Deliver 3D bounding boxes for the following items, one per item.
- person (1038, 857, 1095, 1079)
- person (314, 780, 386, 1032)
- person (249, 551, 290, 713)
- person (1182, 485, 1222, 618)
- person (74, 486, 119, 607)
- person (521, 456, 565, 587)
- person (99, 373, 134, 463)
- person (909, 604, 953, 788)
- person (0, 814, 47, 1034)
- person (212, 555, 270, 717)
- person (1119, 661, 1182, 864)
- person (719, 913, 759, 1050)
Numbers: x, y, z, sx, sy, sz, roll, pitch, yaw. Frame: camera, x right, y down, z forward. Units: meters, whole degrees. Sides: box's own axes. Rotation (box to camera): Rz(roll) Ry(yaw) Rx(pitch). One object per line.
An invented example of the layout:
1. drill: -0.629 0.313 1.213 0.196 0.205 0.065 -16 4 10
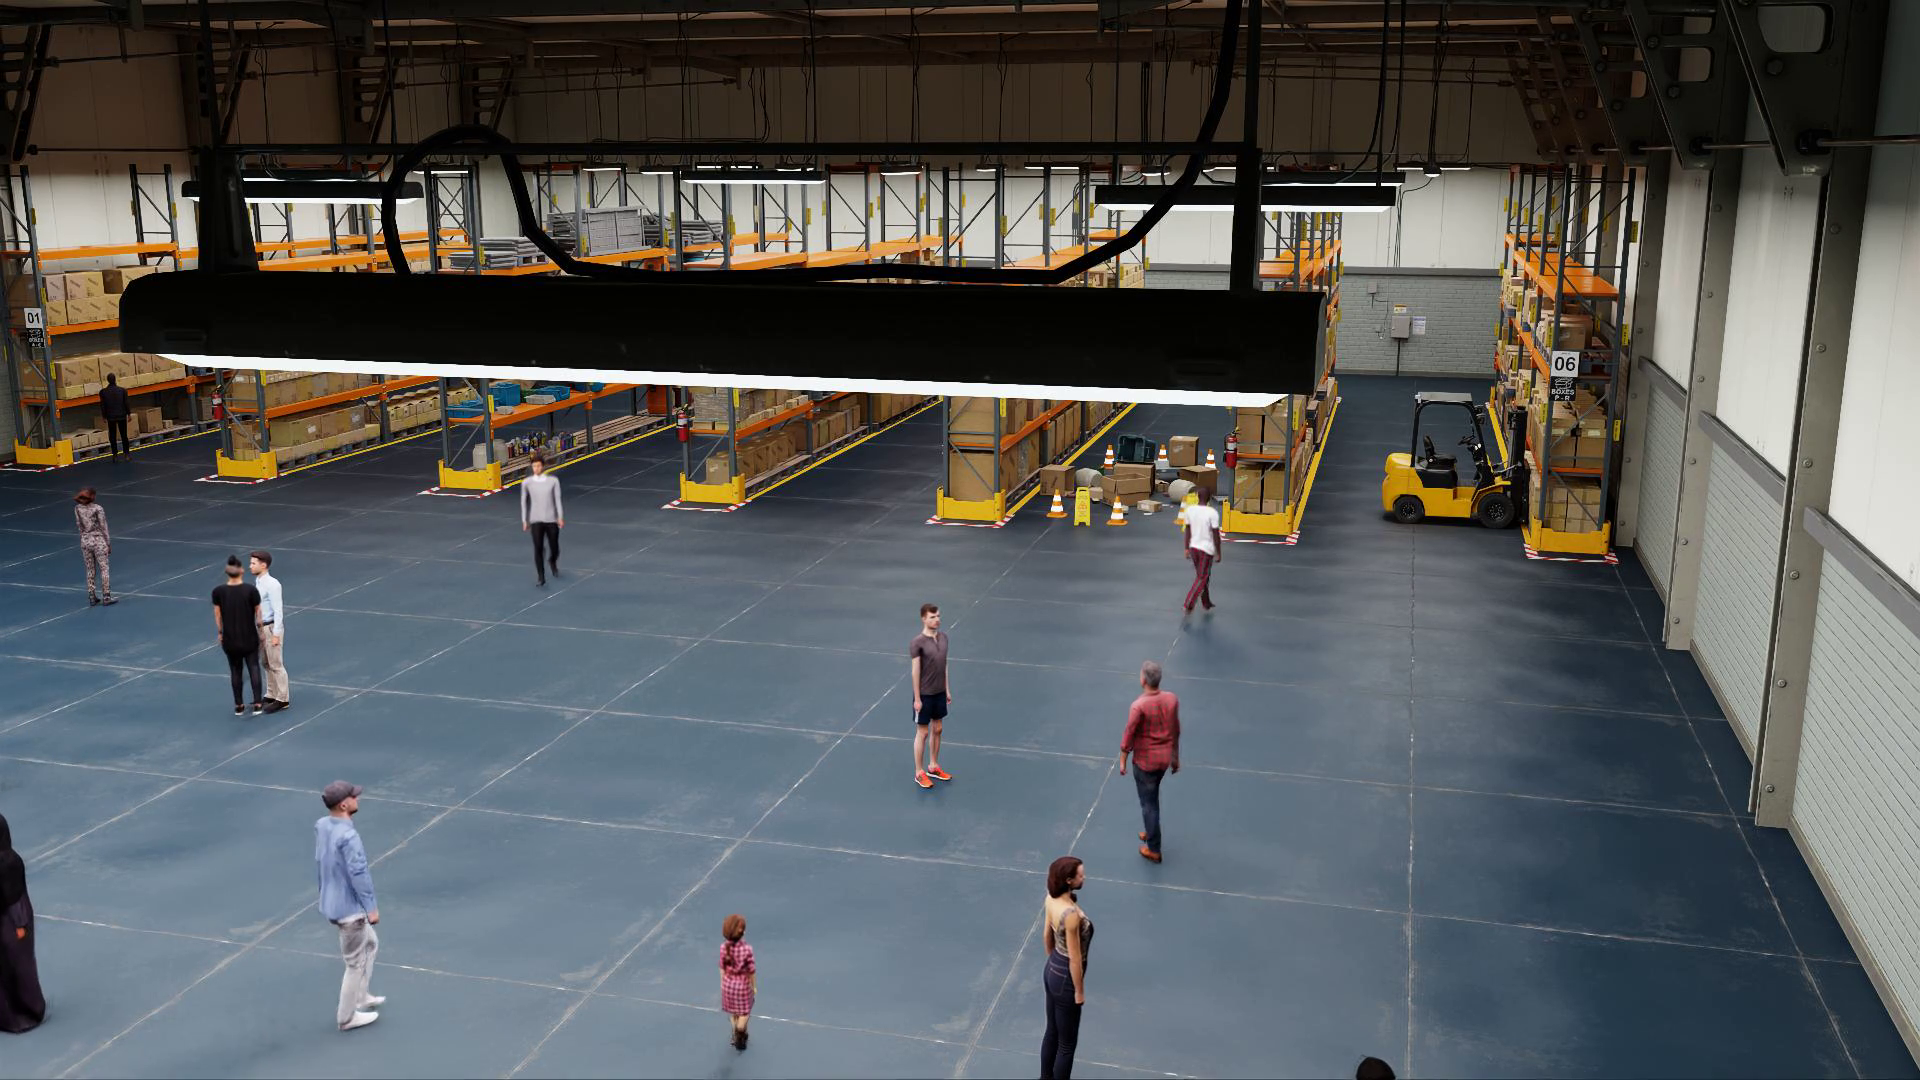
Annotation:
1. person: 0.680 2.911 10.946 0.758 1.769 0.663 -5 14 -19
2. person: -4.468 2.633 11.911 0.831 1.876 0.796 -12 18 -42
3. person: -7.874 1.024 18.925 0.749 1.846 0.758 12 18 42
4. person: 3.252 0.186 22.651 1.002 1.798 1.257 11 17 39
5. person: -12.147 0.071 23.333 0.609 1.714 0.608 1 13 5
6. person: -6.138 -0.308 24.536 0.975 1.910 1.075 -2 13 -10
7. person: -17.416 -2.537 34.327 0.774 1.836 0.800 -5 14 -22
8. person: -0.304 1.535 16.703 0.786 1.853 0.660 12 18 43
9. person: -6.912 2.732 12.063 0.728 1.615 0.717 8 15 32
10. person: -8.106 1.055 18.752 0.764 1.864 0.745 -2 13 -10
11. person: 1.762 1.994 14.808 0.903 1.814 0.963 -7 15 -29
12. person: -1.576 3.124 11.688 0.431 1.020 0.514 3 13 15
